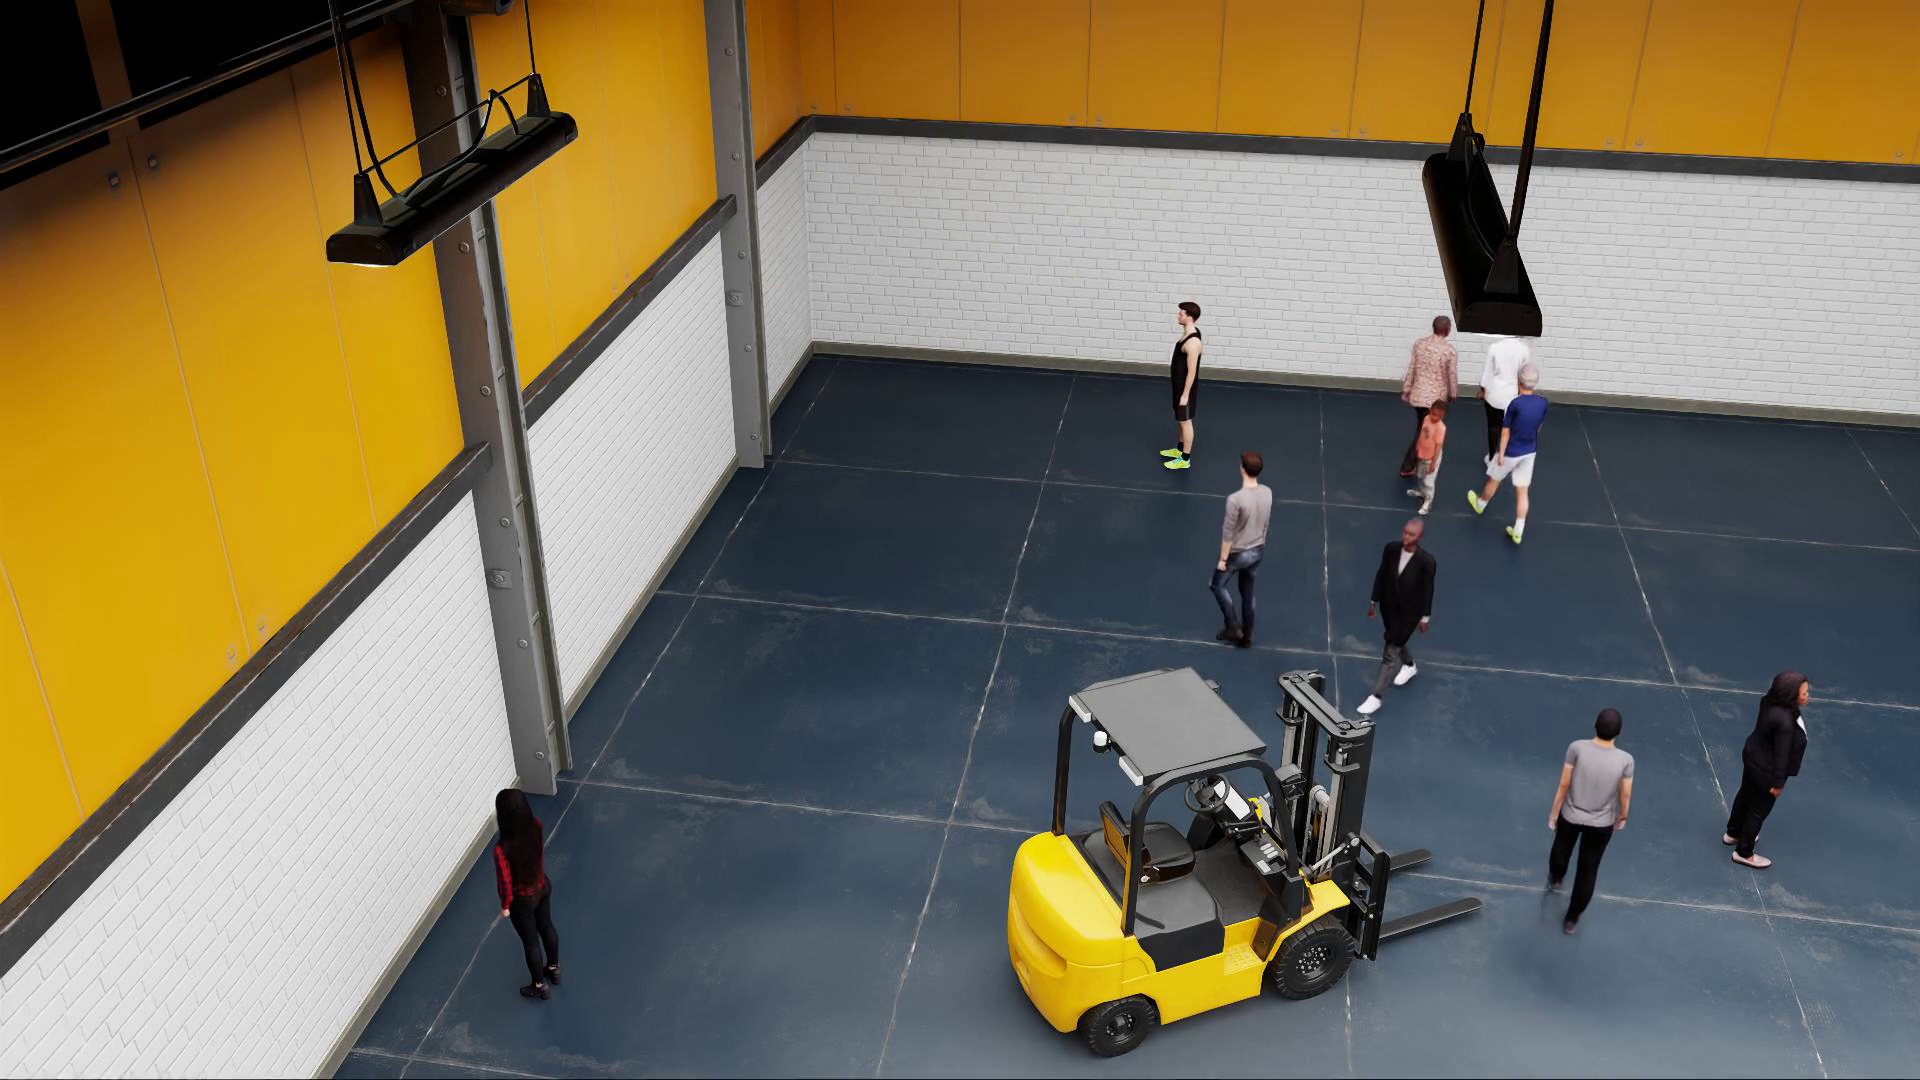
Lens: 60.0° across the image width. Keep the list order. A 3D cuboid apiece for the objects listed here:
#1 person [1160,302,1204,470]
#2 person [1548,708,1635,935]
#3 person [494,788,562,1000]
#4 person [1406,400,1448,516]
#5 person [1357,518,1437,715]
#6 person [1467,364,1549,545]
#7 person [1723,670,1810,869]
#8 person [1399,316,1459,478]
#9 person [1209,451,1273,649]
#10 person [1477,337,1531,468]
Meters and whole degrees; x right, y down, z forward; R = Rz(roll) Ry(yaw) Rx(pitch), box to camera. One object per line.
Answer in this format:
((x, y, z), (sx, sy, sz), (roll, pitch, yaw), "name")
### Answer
((2.449, -1.694, 18.086), (0.773, 1.892, 0.587), (0, 29, 0), "person")
((4.332, 1.973, 11.532), (0.802, 1.730, 1.008), (13, 31, 22), "person")
((-2.839, 2.323, 10.967), (0.691, 1.658, 0.524), (12, 31, 20), "person")
((4.889, -0.898, 17.261), (0.779, 1.285, 0.621), (-2, 29, -4), "person")
((3.784, 0.581, 14.100), (1.224, 1.716, 1.102), (-23, 36, -36), "person")
((5.605, -0.821, 16.595), (0.931, 1.787, 1.213), (-6, 29, -10), "person")
((5.926, 1.656, 12.233), (0.701, 1.617, 0.550), (4, 29, 7), "person")
((4.997, -1.492, 17.858), (1.254, 1.756, 1.120), (-25, 37, -38), "person")
((2.557, 0.148, 14.711), (0.820, 1.891, 0.858), (-16, 32, -26), "person")
((5.874, -1.569, 17.958), (0.669, 1.795, 0.657), (1, 29, 1), "person")
